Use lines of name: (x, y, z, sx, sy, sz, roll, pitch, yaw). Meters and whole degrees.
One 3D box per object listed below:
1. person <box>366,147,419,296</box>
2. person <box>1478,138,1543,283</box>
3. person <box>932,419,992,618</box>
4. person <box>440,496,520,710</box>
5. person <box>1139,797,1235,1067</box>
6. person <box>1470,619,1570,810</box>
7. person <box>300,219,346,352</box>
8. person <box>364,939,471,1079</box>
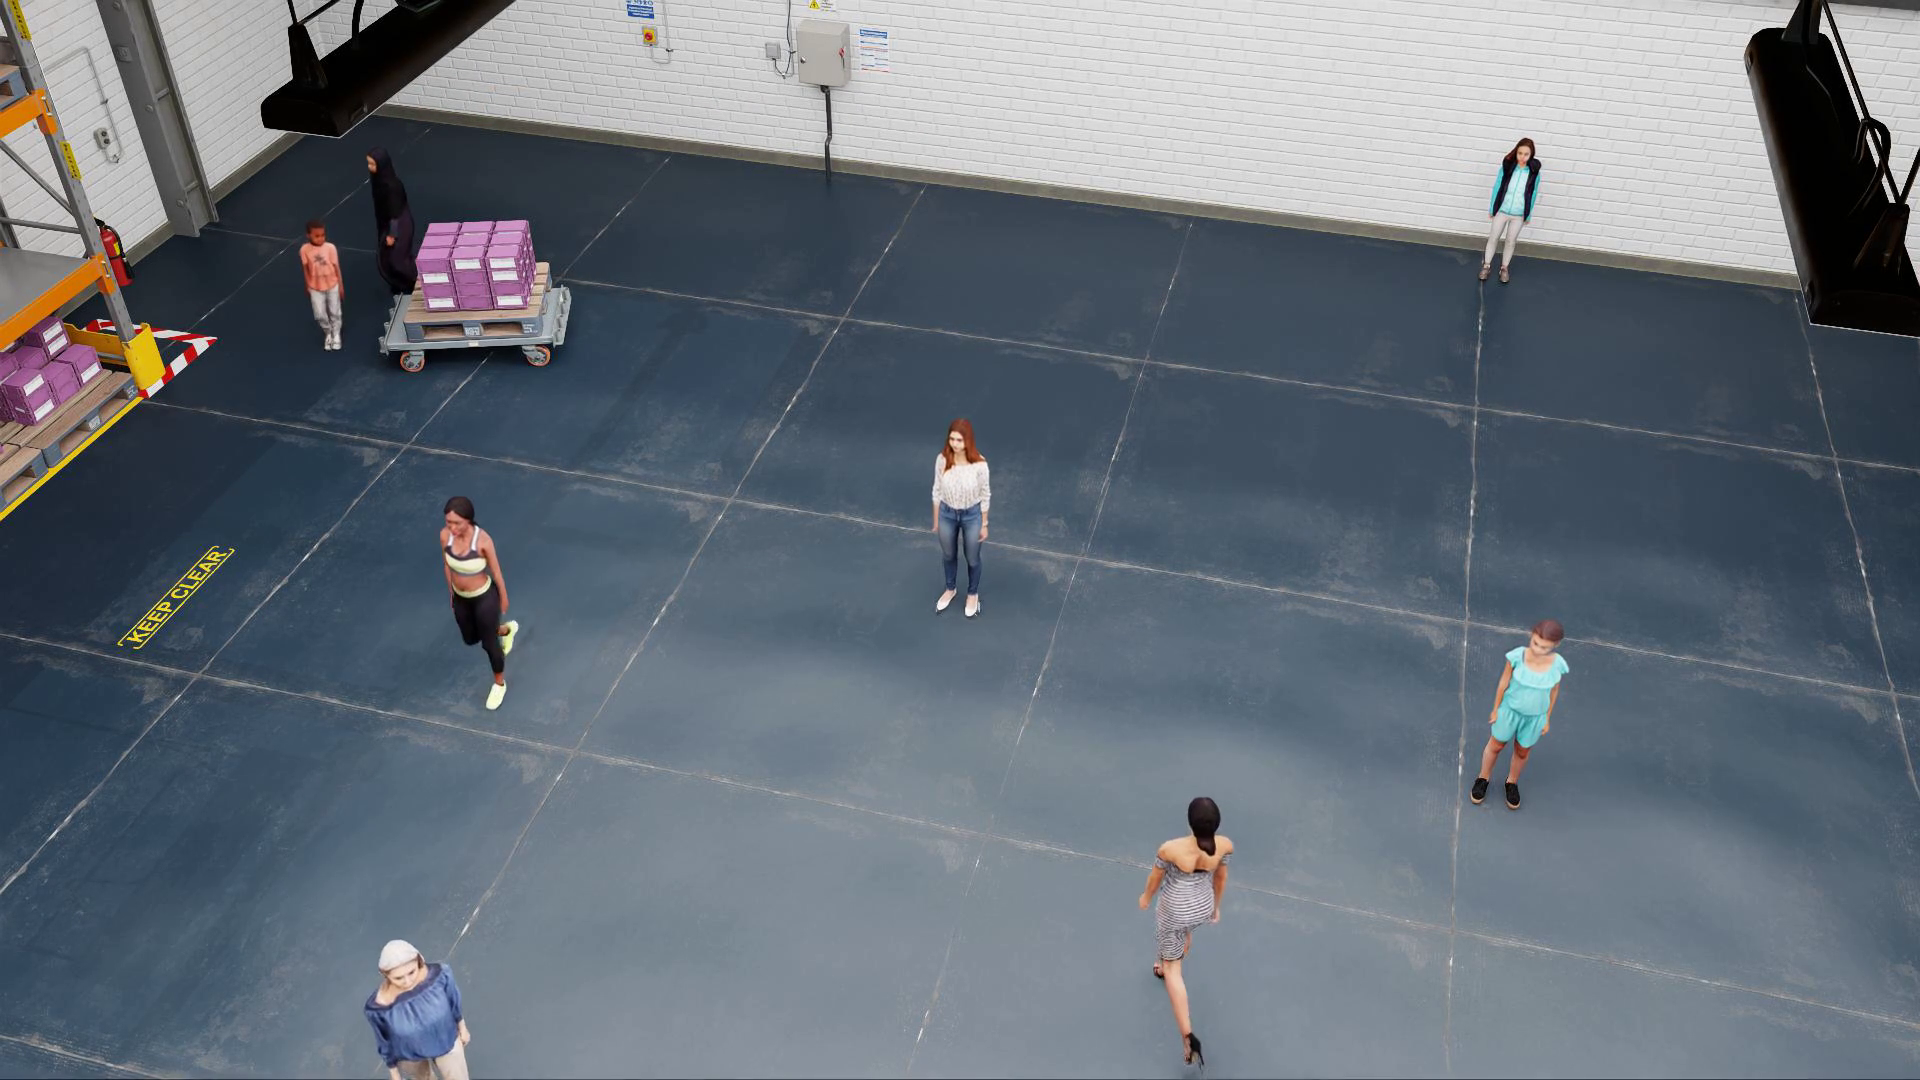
person: (-5.342, -3.023, 15.901, 0.883, 1.611, 0.810, -23, 44, -26)
person: (5.388, -3.233, 16.258, 0.563, 1.494, 0.562, 11, 40, 13)
person: (0.015, -0.179, 12.247, 0.580, 1.726, 0.516, 11, 40, 13)
person: (-3.319, 0.352, 11.570, 0.551, 1.741, 0.848, 9, 40, 11)
person: (1.267, 2.160, 9.268, 0.950, 1.789, 1.142, -11, 40, -13)
person: (3.646, 1.102, 10.778, 0.542, 1.558, 0.521, 11, 40, 13)
person: (-5.866, -2.389, 15.361, 0.587, 1.295, 0.609, -6, 39, -8)
person: (-2.847, 2.630, 8.786, 1.083, 1.656, 1.137, -20, 43, -23)
